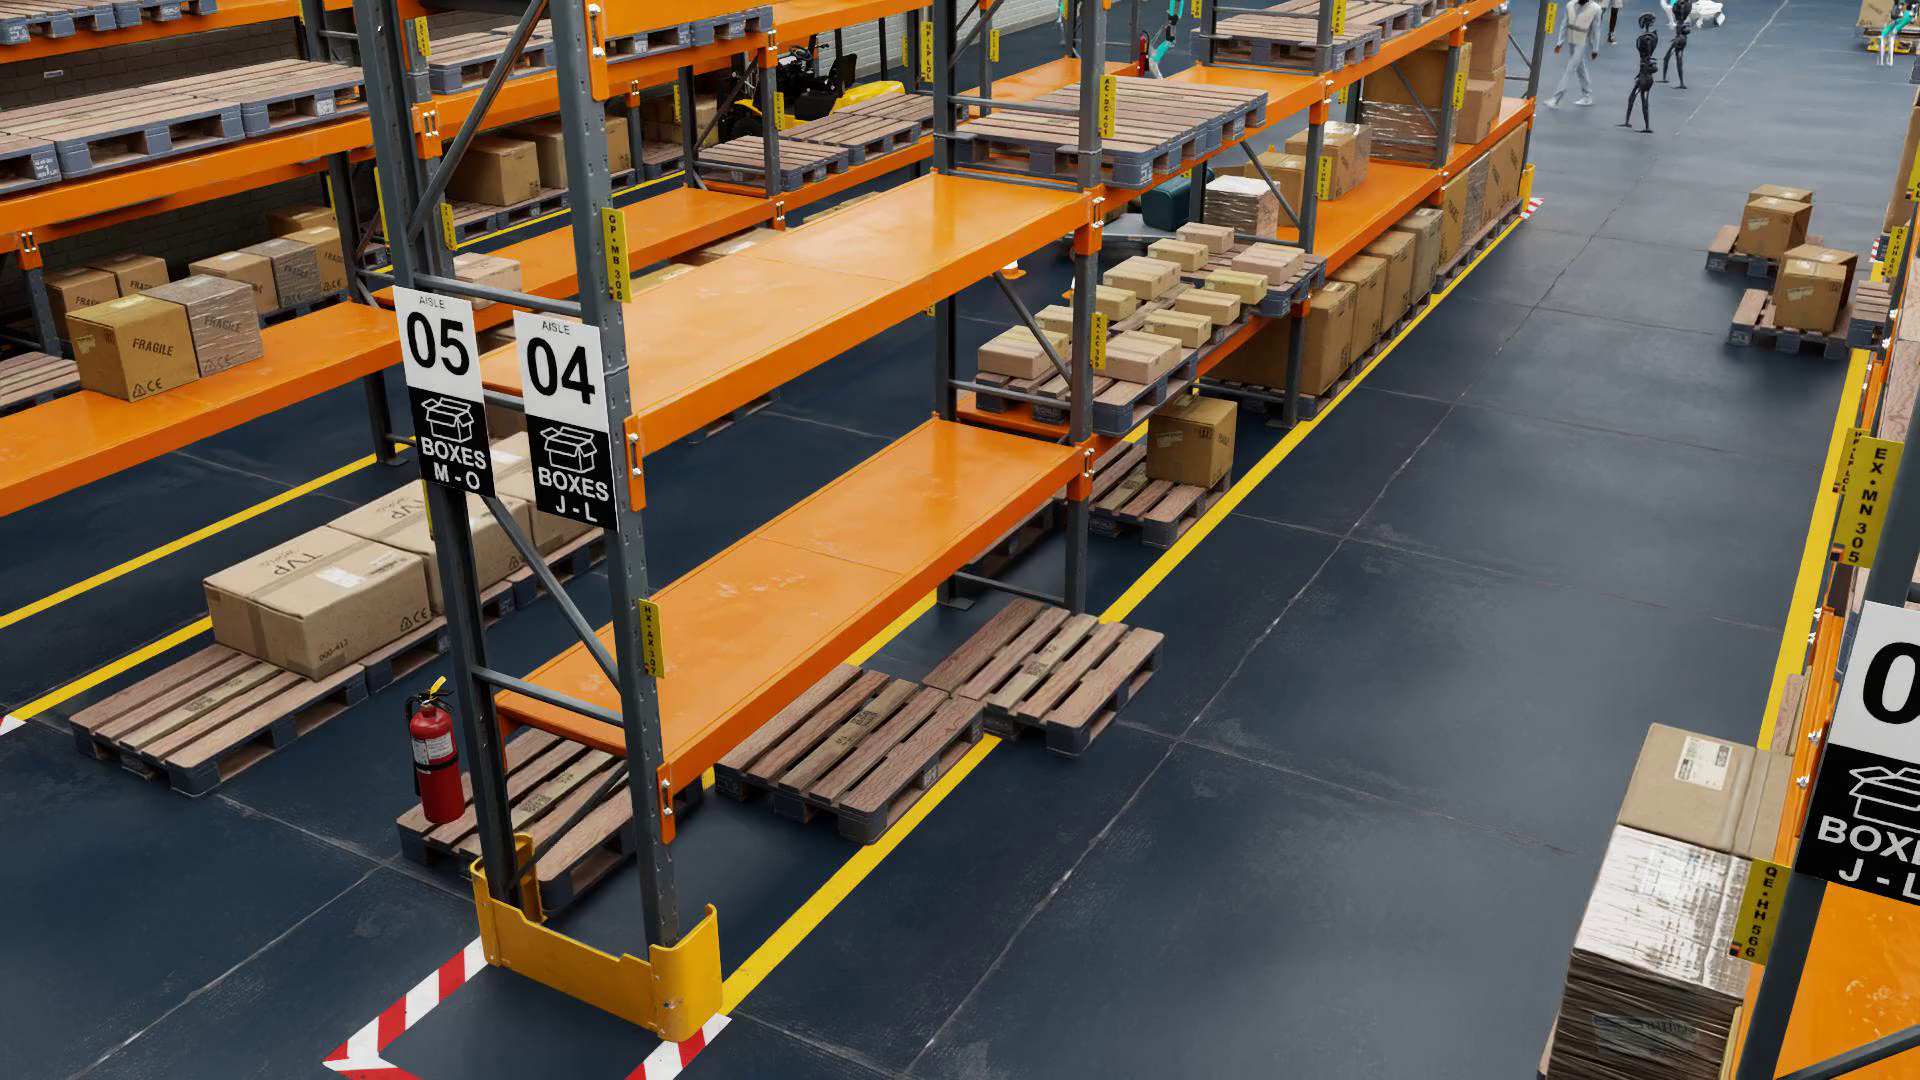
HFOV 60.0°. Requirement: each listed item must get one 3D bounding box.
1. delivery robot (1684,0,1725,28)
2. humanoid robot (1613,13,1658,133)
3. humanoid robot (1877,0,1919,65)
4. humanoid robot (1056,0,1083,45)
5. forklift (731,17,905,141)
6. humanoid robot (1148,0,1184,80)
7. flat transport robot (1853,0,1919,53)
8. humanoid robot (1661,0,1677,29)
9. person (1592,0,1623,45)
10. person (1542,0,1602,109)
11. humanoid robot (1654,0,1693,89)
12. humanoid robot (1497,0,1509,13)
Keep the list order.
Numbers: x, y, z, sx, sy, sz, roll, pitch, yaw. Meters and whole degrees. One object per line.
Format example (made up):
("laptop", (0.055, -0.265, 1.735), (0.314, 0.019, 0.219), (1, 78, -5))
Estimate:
("delivery robot", (14.474, -10.267, 32.347), (0.797, 0.595, 0.499), (-16, 30, -29))
("humanoid robot", (9.608, -6.564, 23.375), (0.532, 1.639, 0.612), (7, 27, 15))
("humanoid robot", (15.907, -8.923, 28.218), (0.539, 1.810, 0.692), (-6, 26, -12))
("humanoid robot", (1.923, -9.688, 29.809), (0.543, 1.806, 0.746), (10, 27, 20))
("forklift", (-1.819, -5.975, 21.543), (2.313, 2.155, 1.214), (14, 29, 26))
("humanoid robot", (3.191, -7.937, 26.189), (0.655, 1.829, 0.530), (2, 26, 5))
("flat transport robot", (16.828, -9.001, 30.046), (0.659, 0.231, 1.431), (15, 29, 28))
("humanoid robot", (13.734, -10.650, 31.875), (0.667, 1.883, 0.543), (7, 27, 14))
("person", (11.856, -10.016, 30.202), (0.603, 1.964, 0.368), (2, 26, 5))
("person", (9.254, -7.425, 24.946), (1.046, 1.842, 0.571), (-12, 28, -23))
("humanoid robot", (11.410, -8.023, 26.409), (0.554, 1.635, 0.612), (11, 28, 21))
("humanoid robot", (10.437, -10.576, 31.726), (0.557, 1.850, 0.808), (4, 26, 8))
